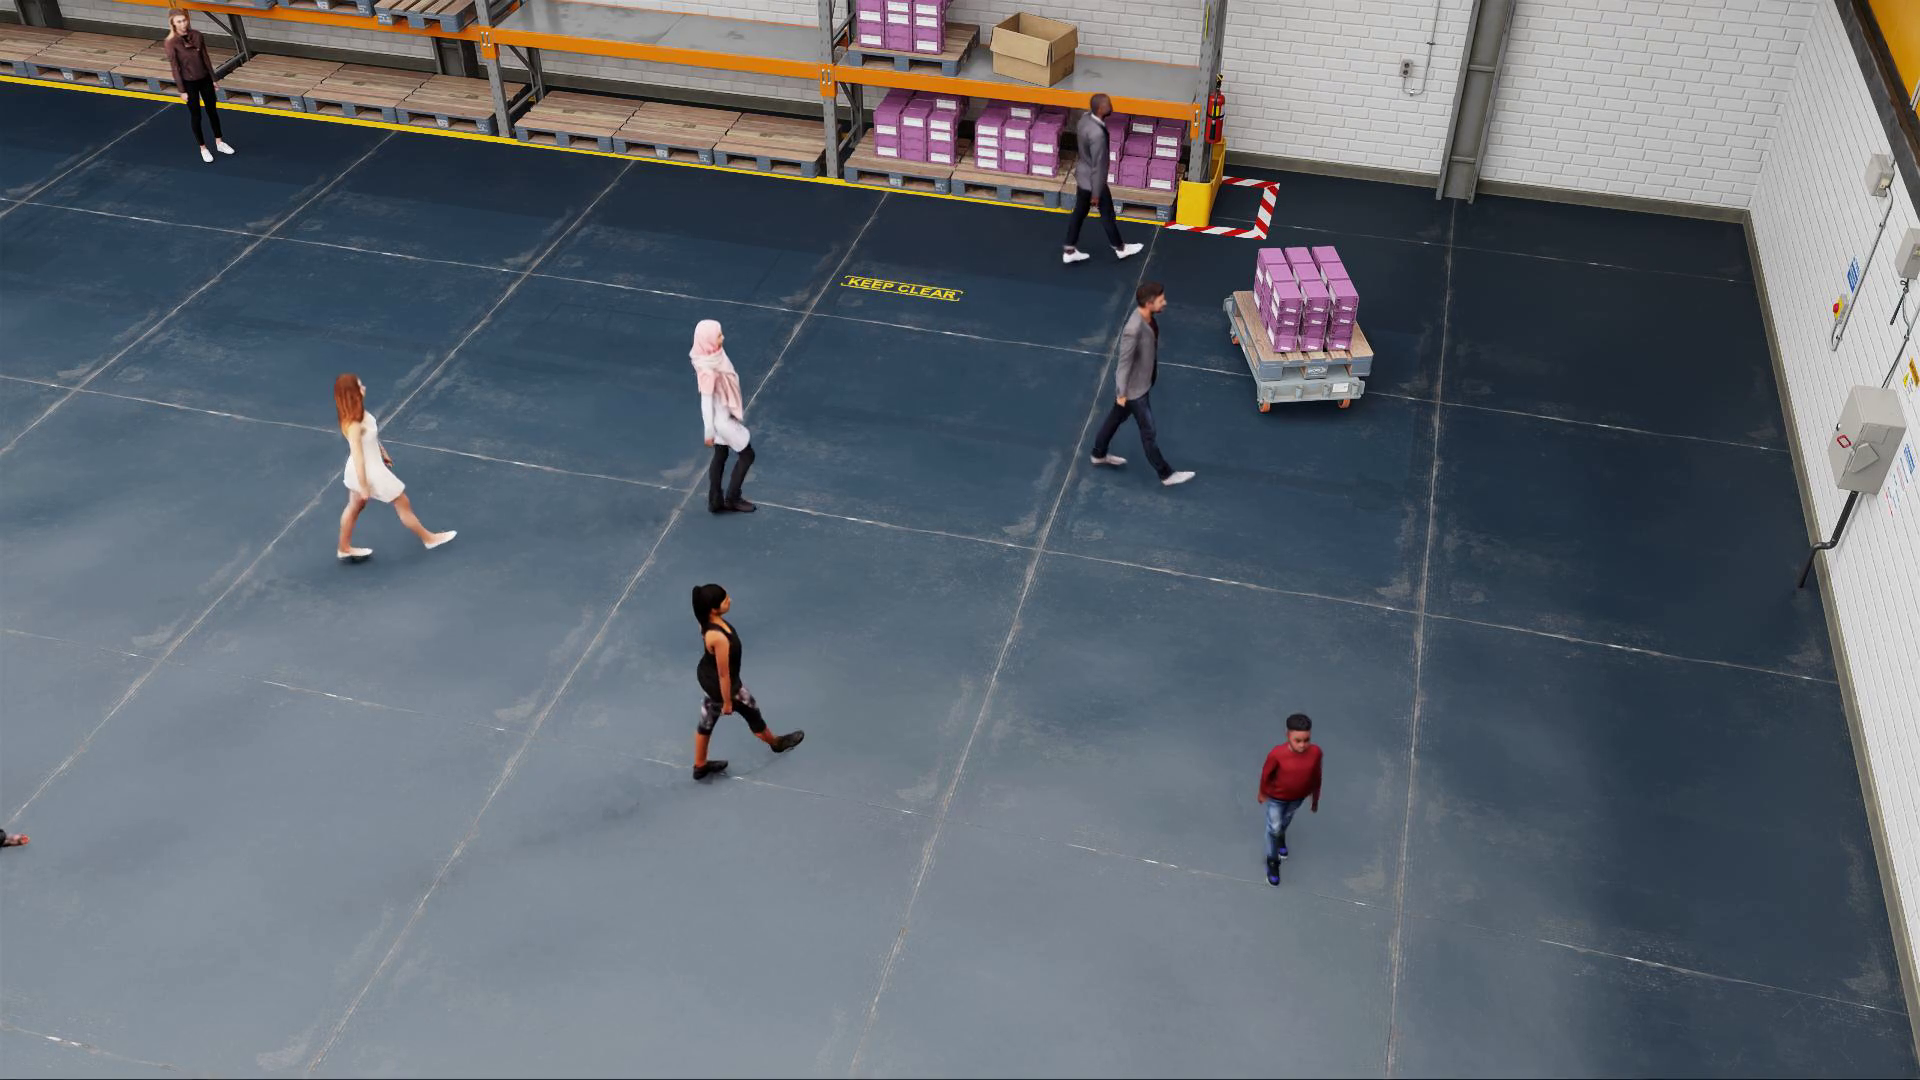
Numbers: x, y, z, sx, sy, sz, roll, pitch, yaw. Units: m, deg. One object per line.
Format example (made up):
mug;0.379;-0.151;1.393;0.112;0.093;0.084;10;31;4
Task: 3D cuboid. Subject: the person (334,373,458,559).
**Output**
person;-4.619;-0.509;12.737;1.200;1.662;0.994;-11;40;-14

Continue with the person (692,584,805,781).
person;-1.645;0.957;10.928;1.099;1.628;1.004;-17;42;-20

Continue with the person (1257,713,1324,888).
person;2.056;1.531;10.518;0.702;1.242;0.712;-5;39;-6

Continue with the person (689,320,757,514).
person;-1.985;-0.946;13.181;0.795;1.789;0.758;-6;39;-8

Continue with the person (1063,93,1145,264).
person;1.219;-3.528;16.415;1.189;1.788;1.039;-8;39;-10

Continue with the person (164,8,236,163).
person;-8.442;-5.052;18.393;0.647;1.703;0.675;27;46;30

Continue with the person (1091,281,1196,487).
person;1.346;-1.283;13.580;1.129;1.819;0.720;11;40;13
